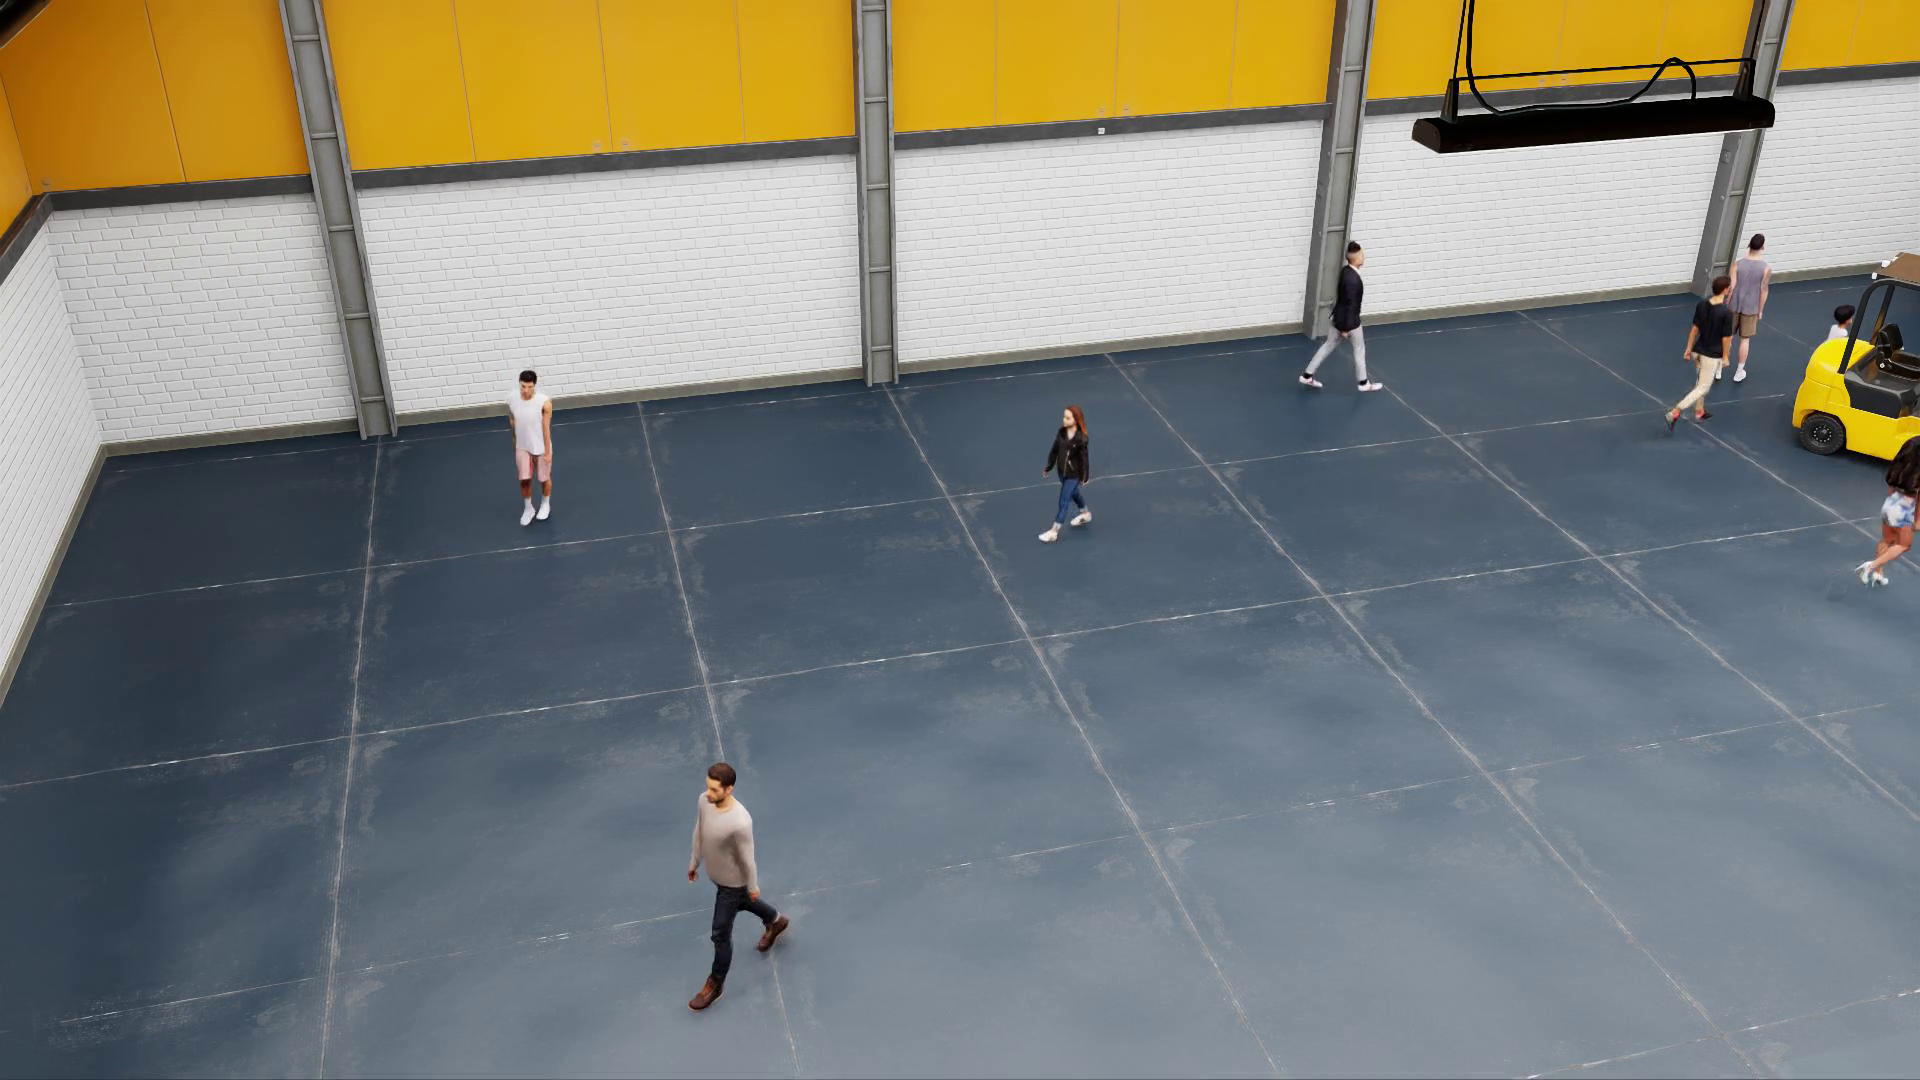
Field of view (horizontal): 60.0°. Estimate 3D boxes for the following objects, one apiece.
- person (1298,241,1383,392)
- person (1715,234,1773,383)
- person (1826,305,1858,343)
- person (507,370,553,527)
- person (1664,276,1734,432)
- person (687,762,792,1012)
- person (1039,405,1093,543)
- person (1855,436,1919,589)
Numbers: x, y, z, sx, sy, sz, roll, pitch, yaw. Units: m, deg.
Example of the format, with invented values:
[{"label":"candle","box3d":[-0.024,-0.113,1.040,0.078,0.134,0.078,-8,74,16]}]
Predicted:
[{"label":"person","box3d":[4.557,-2.673,20.050,1.295,1.905,0.871,-1,29,-2]},{"label":"person","box3d":[9.583,-2.847,20.369,0.711,1.837,0.797,13,31,23]},{"label":"person","box3d":[10.373,-2.193,19.855,0.559,1.249,0.545,-3,29,-6]},{"label":"person","box3d":[-4.383,-0.996,17.140,0.767,1.746,0.846,8,30,15]},{"label":"person","box3d":[8.513,-2.105,19.088,1.172,1.830,0.768,-12,31,-21]},{"label":"person","box3d":[-1.493,2.212,11.170,1.293,1.833,1.047,-24,37,-37]},{"label":"person","box3d":[1.171,-0.713,16.937,1.065,1.445,0.811,-20,34,-32]},{"label":"person","box3d":[8.900,-0.220,15.862,0.700,1.609,0.559,-7,29,-13]}]
